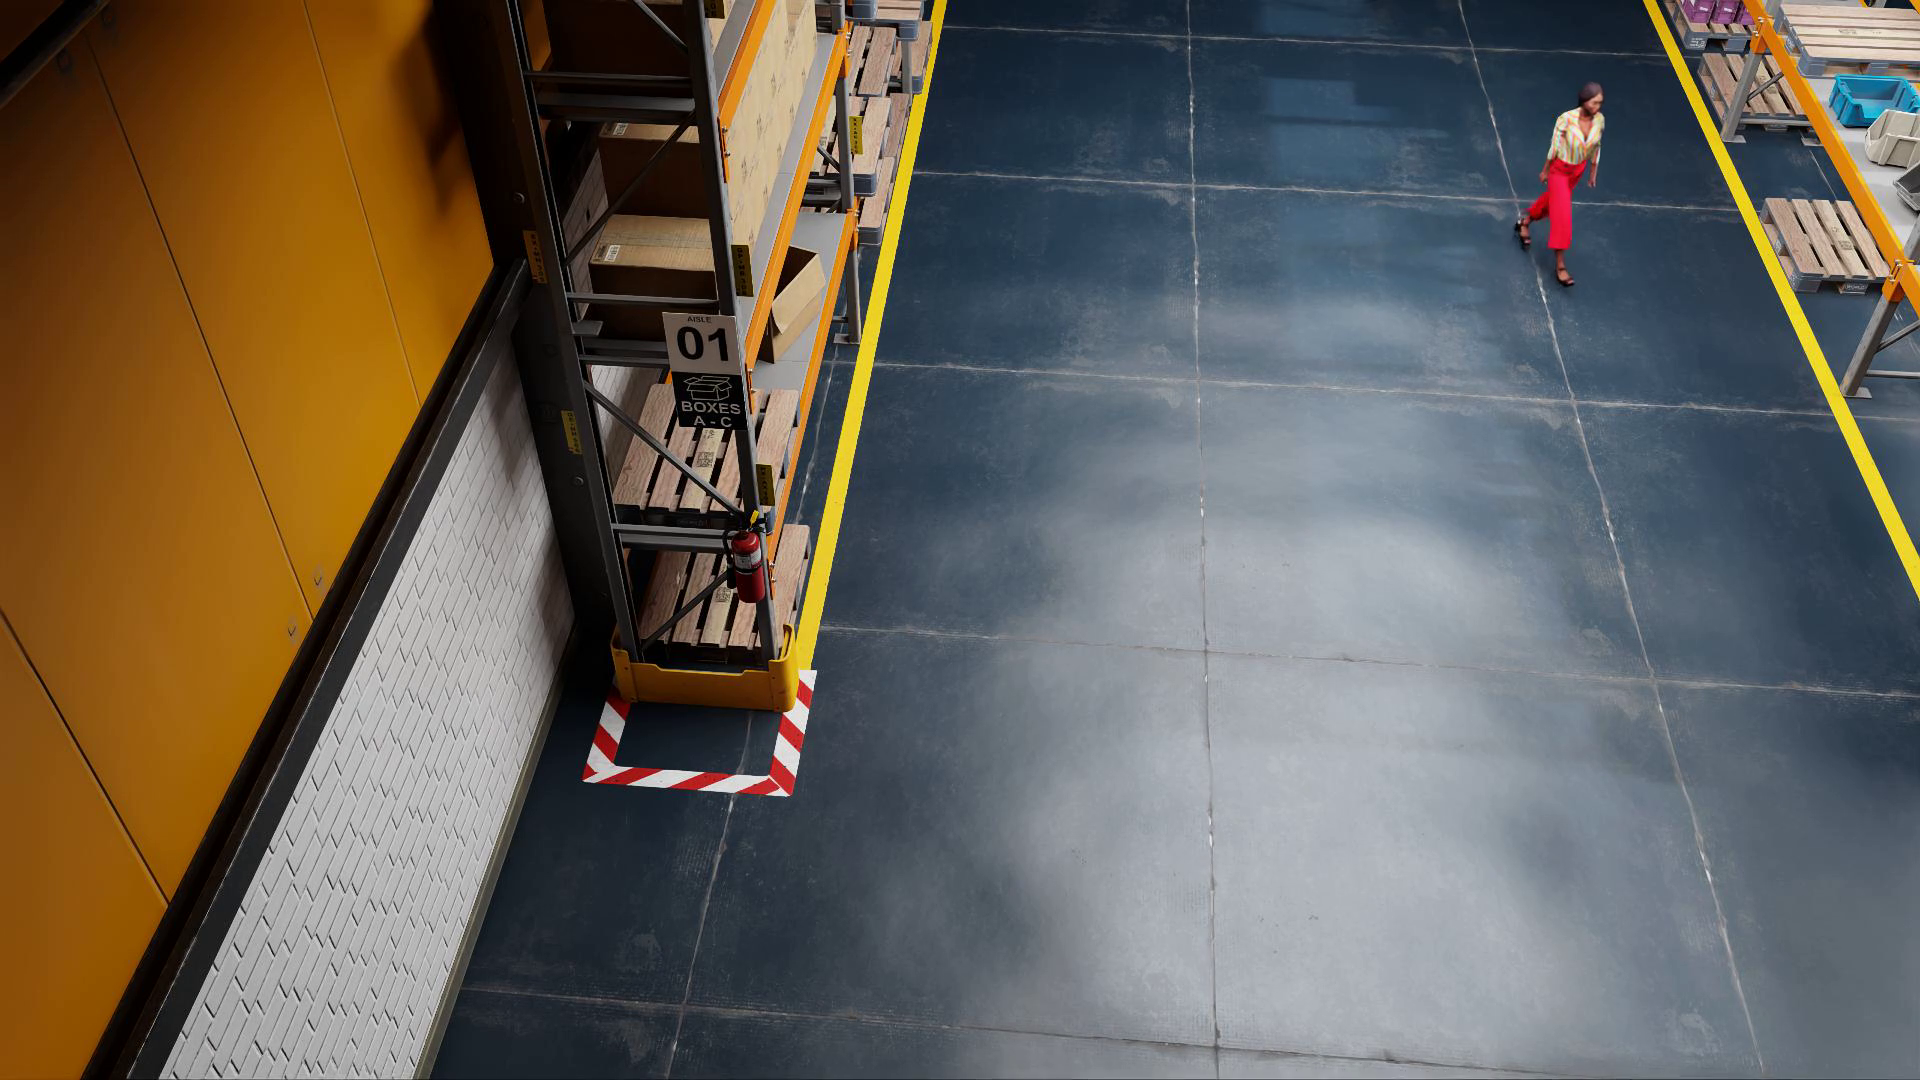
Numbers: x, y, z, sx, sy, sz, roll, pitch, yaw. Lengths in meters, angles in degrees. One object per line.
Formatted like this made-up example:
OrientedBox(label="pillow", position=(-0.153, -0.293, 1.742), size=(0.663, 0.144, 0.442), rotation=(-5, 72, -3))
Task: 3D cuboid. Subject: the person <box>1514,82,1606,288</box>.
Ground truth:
OrientedBox(label="person", position=(5.124, -3.124, 14.223), size=(0.862, 1.738, 1.275), rotation=(-10, 45, -11))
